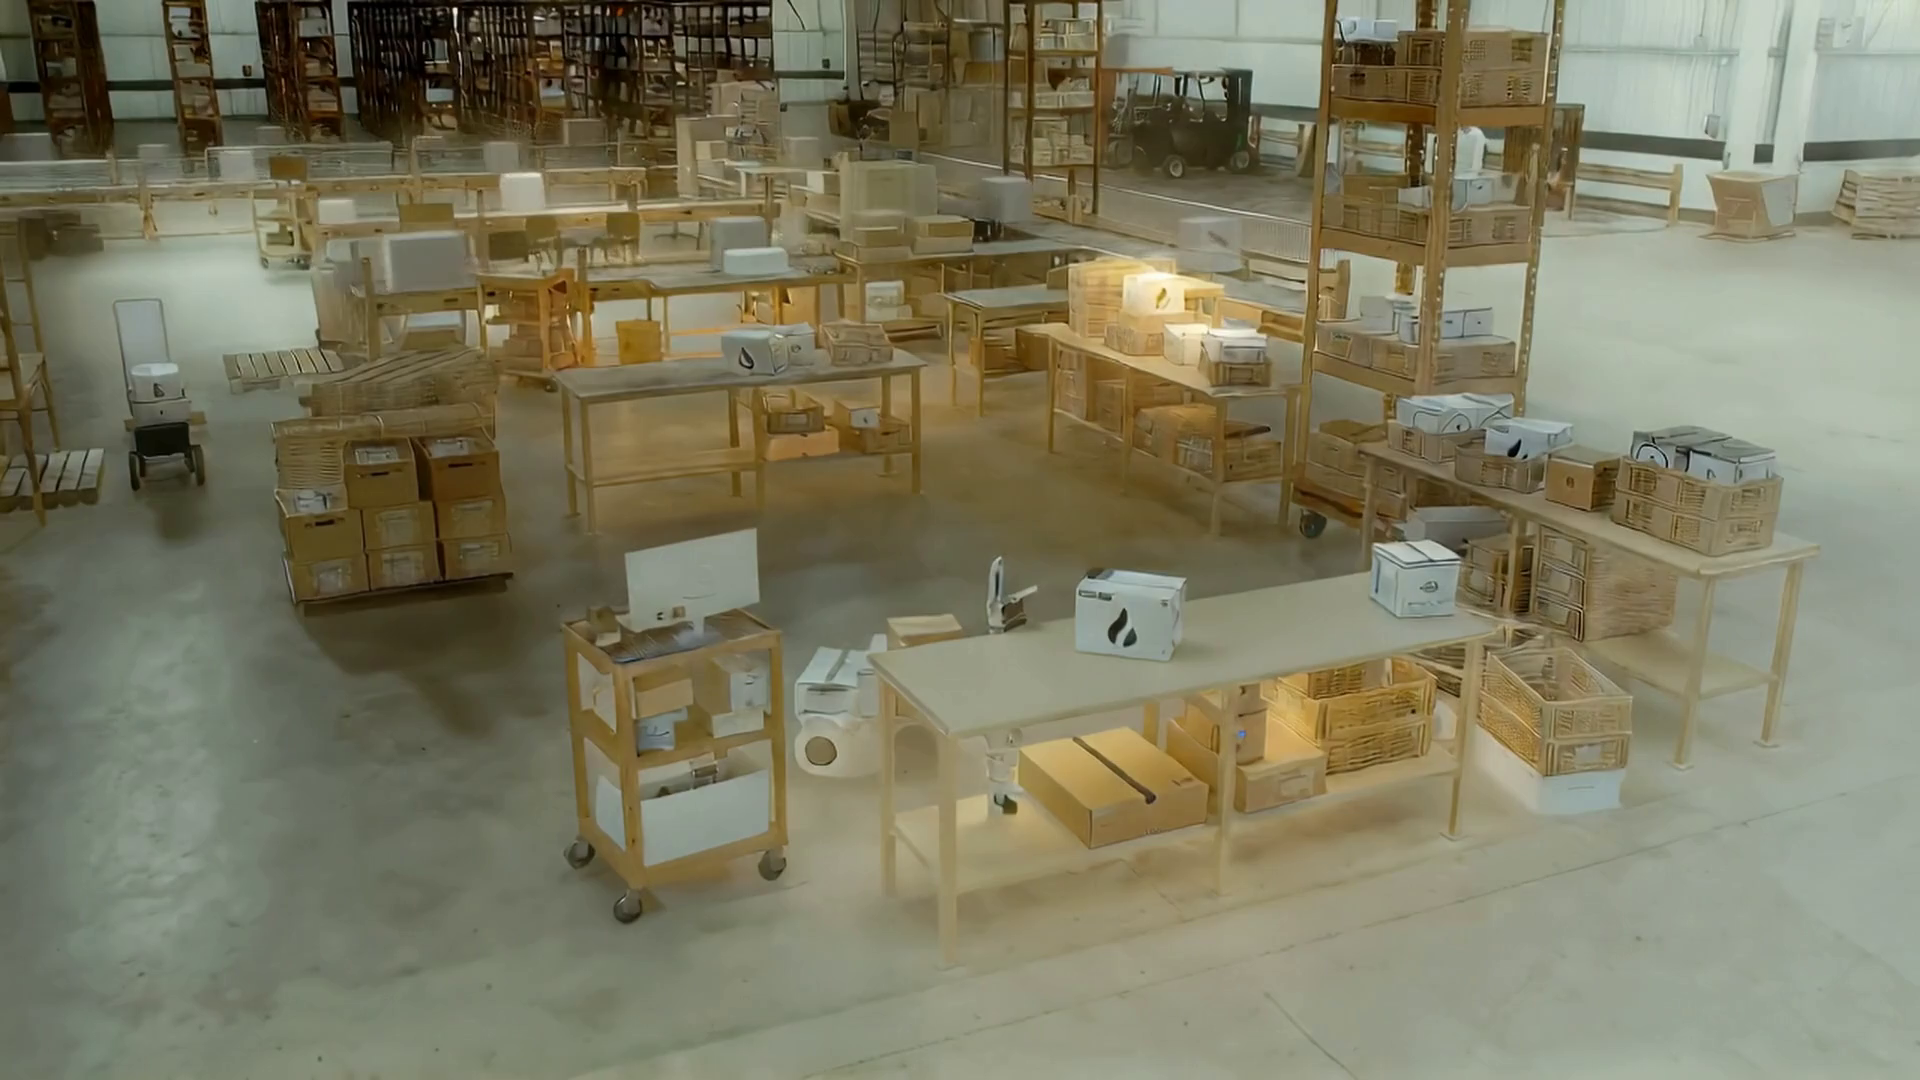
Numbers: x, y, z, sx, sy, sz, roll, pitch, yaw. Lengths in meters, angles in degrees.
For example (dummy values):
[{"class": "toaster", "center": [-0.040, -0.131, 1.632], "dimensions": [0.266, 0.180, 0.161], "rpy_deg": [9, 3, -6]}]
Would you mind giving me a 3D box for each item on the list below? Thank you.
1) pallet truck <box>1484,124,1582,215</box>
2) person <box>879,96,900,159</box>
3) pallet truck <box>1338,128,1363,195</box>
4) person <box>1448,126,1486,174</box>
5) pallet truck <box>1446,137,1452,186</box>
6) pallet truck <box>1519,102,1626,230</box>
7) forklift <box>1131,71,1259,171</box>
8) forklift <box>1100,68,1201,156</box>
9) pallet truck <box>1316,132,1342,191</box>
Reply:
[{"class": "pallet truck", "center": [9.707, -6.455, 28.103], "dimensions": [1.885, 1.965, 0.823], "rpy_deg": [-7, 19, -20]}, {"class": "person", "center": [-1.201, -6.301, 27.555], "dimensions": [0.402, 2.036, 0.609], "rpy_deg": [-4, 18, -13]}, {"class": "pallet truck", "center": [7.845, -7.140, 31.411], "dimensions": [1.522, 1.261, 0.704], "rpy_deg": [-9, 20, -25]}, {"class": "person", "center": [7.934, -5.817, 26.266], "dimensions": [0.398, 1.897, 0.759], "rpy_deg": [-7, 19, -21]}, {"class": "pallet truck", "center": [9.184, -6.485, 29.328], "dimensions": [1.630, 1.274, 0.653], "rpy_deg": [-8, 19, -23]}, {"class": "pallet truck", "center": [9.972, -6.037, 26.785], "dimensions": [1.885, 1.965, 0.823], "rpy_deg": [-9, 20, -25]}, {"class": "forklift", "center": [4.998, -8.936, 35.413], "dimensions": [2.680, 1.987, 1.157], "rpy_deg": [-9, 20, -25]}, {"class": "forklift", "center": [4.082, -9.564, 37.410], "dimensions": [2.680, 1.987, 1.157], "rpy_deg": [-8, 19, -23]}, {"class": "pallet truck", "center": [7.723, -7.504, 32.656], "dimensions": [1.601, 1.201, 0.680], "rpy_deg": [-8, 19, -23]}]
